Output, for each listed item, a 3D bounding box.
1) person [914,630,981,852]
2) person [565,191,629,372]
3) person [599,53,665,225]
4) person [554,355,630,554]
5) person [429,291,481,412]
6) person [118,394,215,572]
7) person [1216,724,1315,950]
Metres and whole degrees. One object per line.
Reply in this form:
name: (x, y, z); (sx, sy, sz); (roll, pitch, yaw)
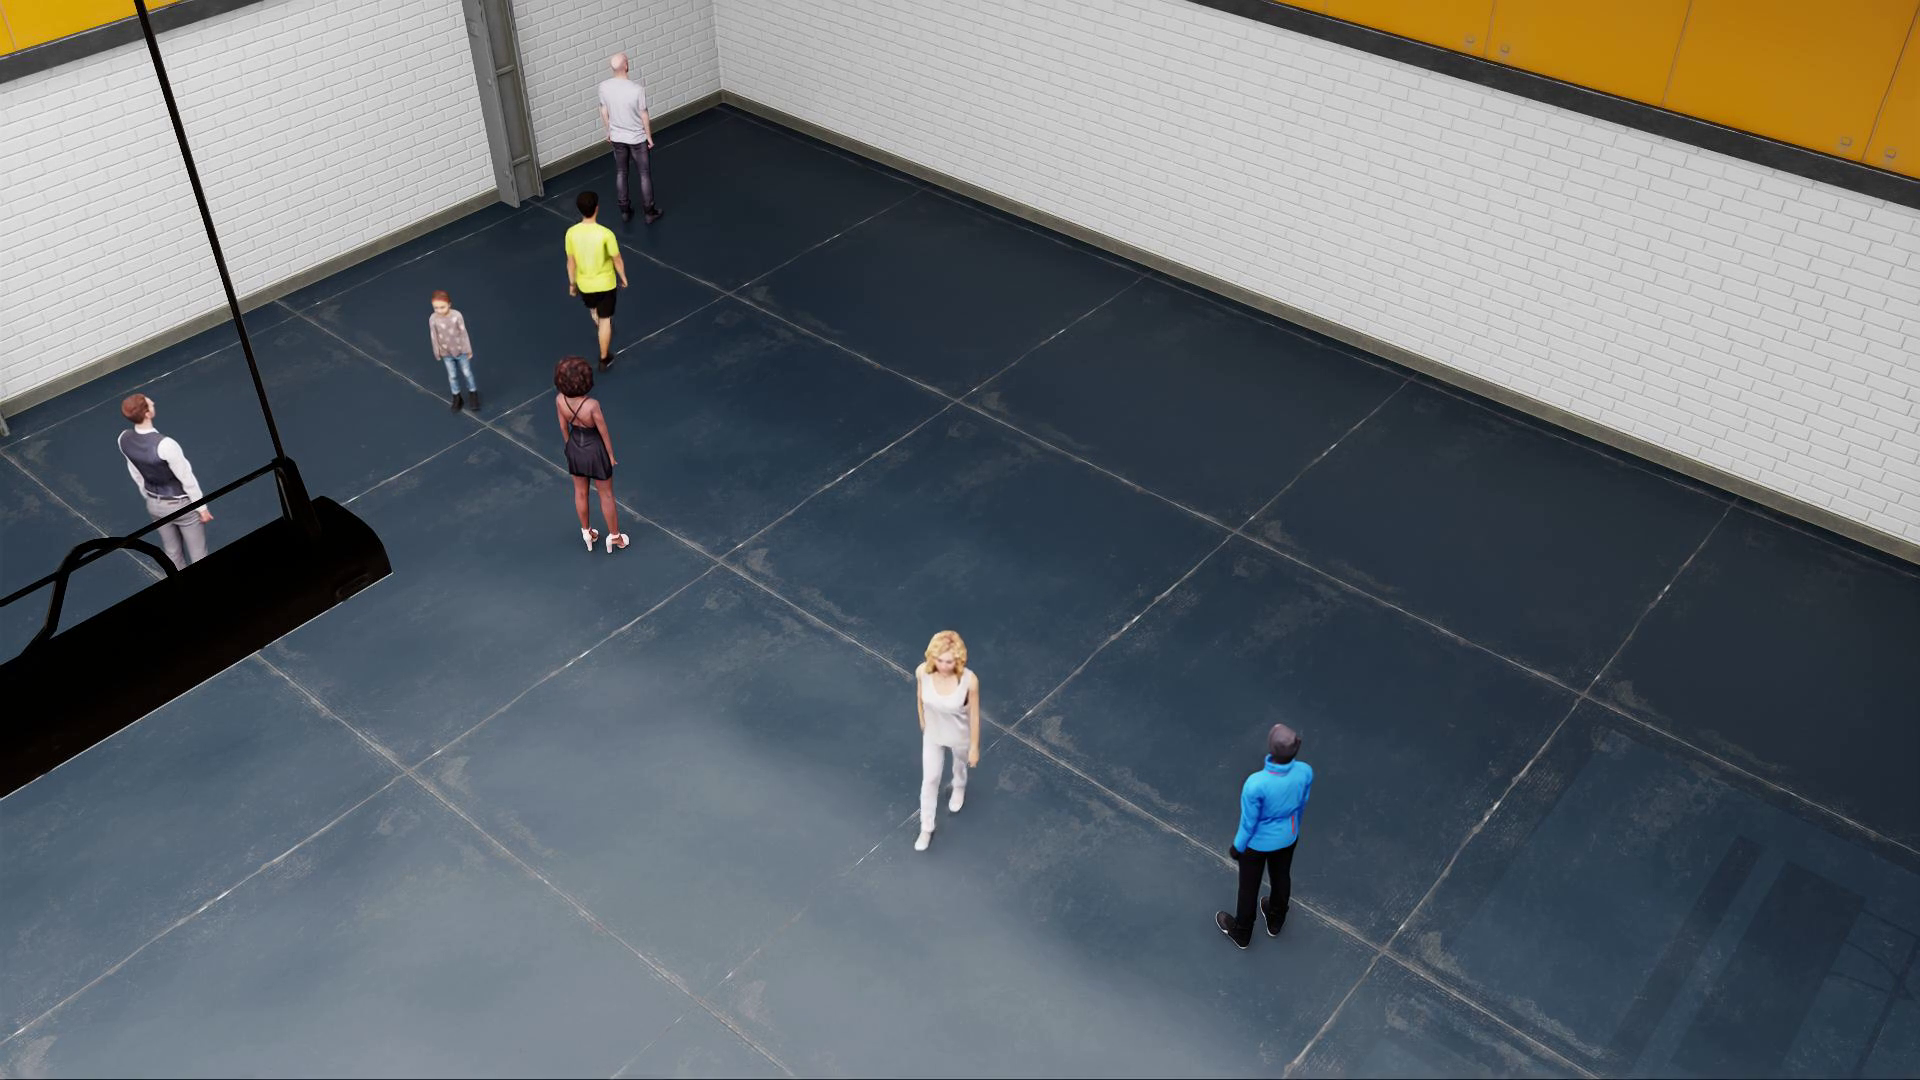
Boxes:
person: (-0.044, 1.179, 10.811); (0.879, 1.640, 1.057); (8, 39, 10)
person: (-3.334, -2.322, 15.164); (0.976, 1.678, 1.114); (4, 39, 5)
person: (-3.471, -4.201, 17.395); (0.752, 1.830, 0.740); (8, 39, 10)
person: (-2.899, -0.651, 12.981); (0.632, 1.790, 0.651); (10, 40, 12)
person: (-4.496, -1.704, 14.777); (0.548, 1.195, 0.613); (-5, 39, -6)
person: (-5.866, -0.273, 12.389); (0.741, 1.939, 0.710); (11, 40, 13)
person: (1.851, 1.779, 9.936); (0.634, 1.794, 0.751); (-15, 41, -18)
